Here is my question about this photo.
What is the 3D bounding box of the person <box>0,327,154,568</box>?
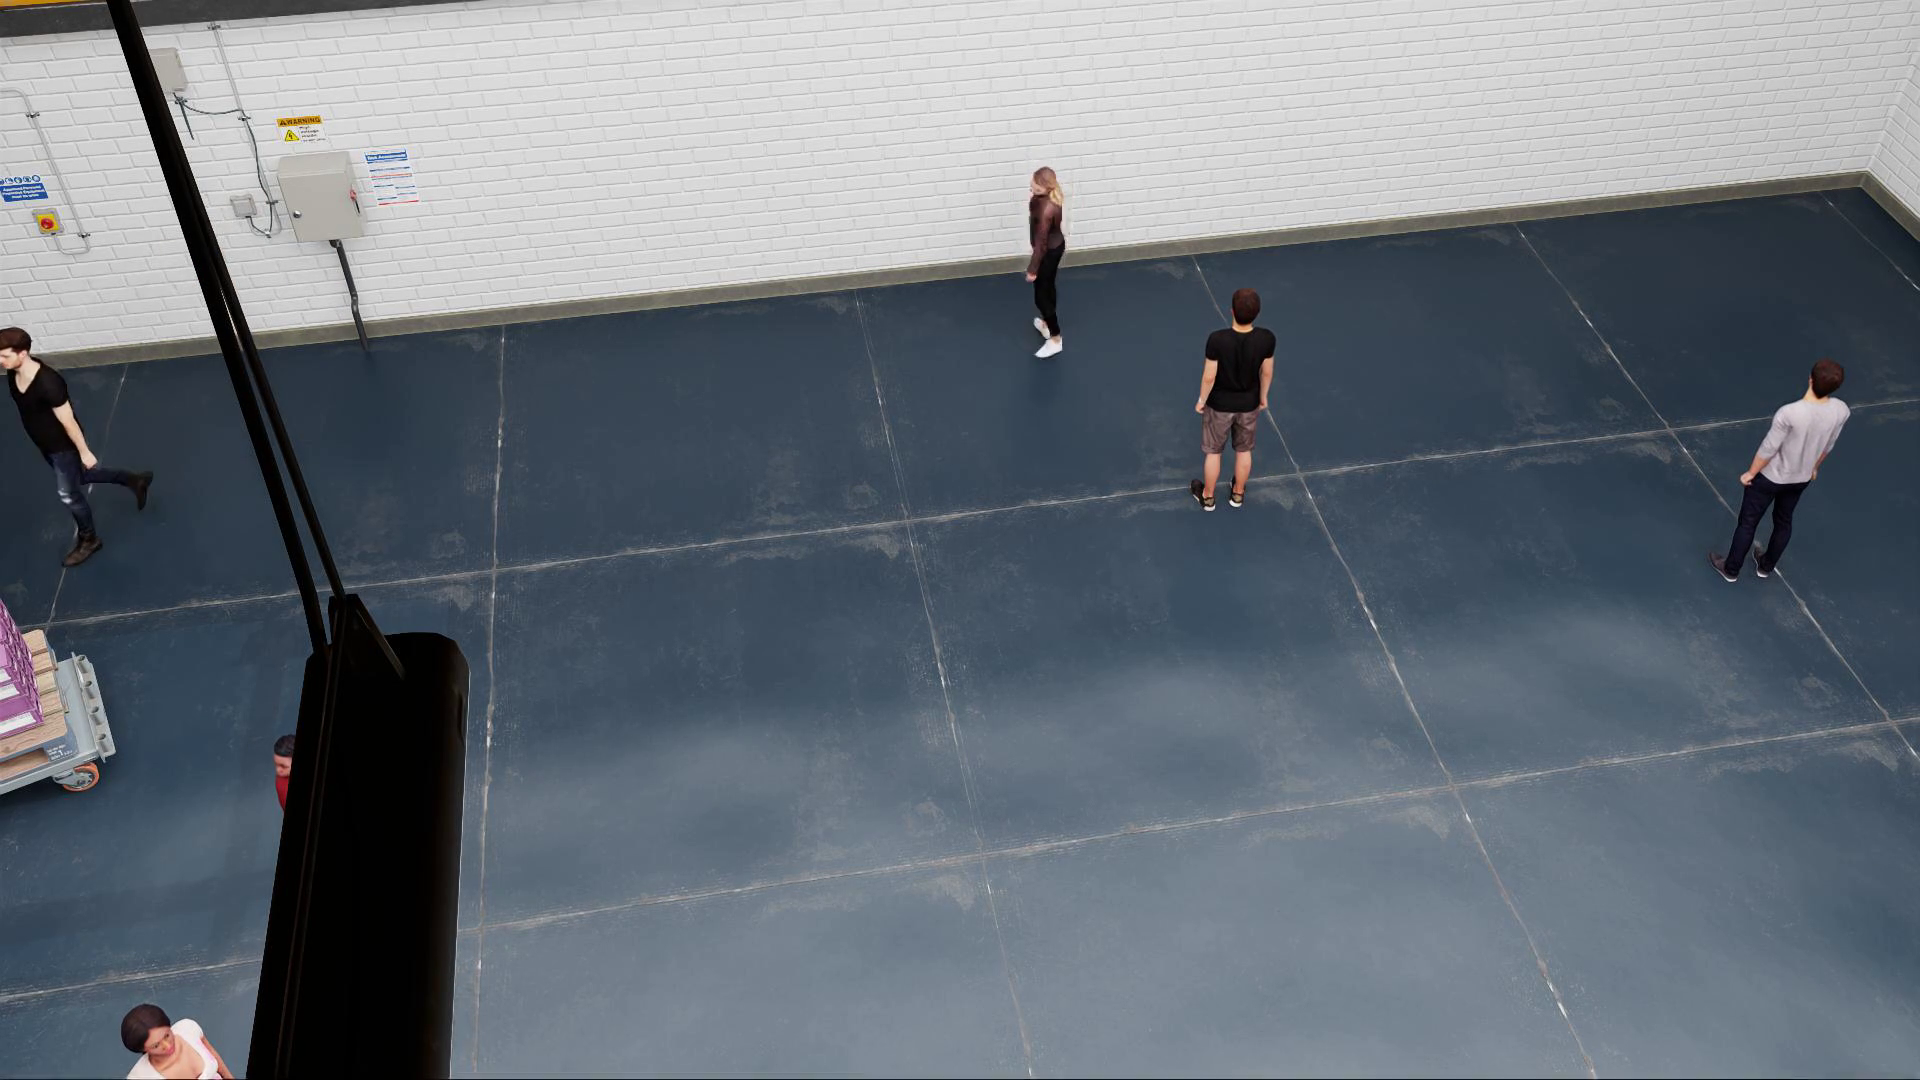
[{"bbox_3d":[-6.095,-0.724,11.412,1.123,1.874,1.165,27,50,25],"label":"person"}]

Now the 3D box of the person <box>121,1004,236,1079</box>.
[{"bbox_3d":[-3.590,2.725,7.887,0.717,1.742,0.615,16,46,16],"label":"person"}]

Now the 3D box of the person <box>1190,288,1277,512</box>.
[{"bbox_3d":[1.915,-0.972,11.681,0.692,1.861,0.599,-3,44,-4],"label":"person"}]

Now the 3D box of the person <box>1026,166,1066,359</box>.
[{"bbox_3d":[0.702,-2.288,13.191,0.856,1.684,0.689,22,48,22],"label":"person"}]

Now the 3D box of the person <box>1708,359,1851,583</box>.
[{"bbox_3d":[5.530,-0.455,11.151,0.671,1.843,0.547,-4,44,-4],"label":"person"}]
